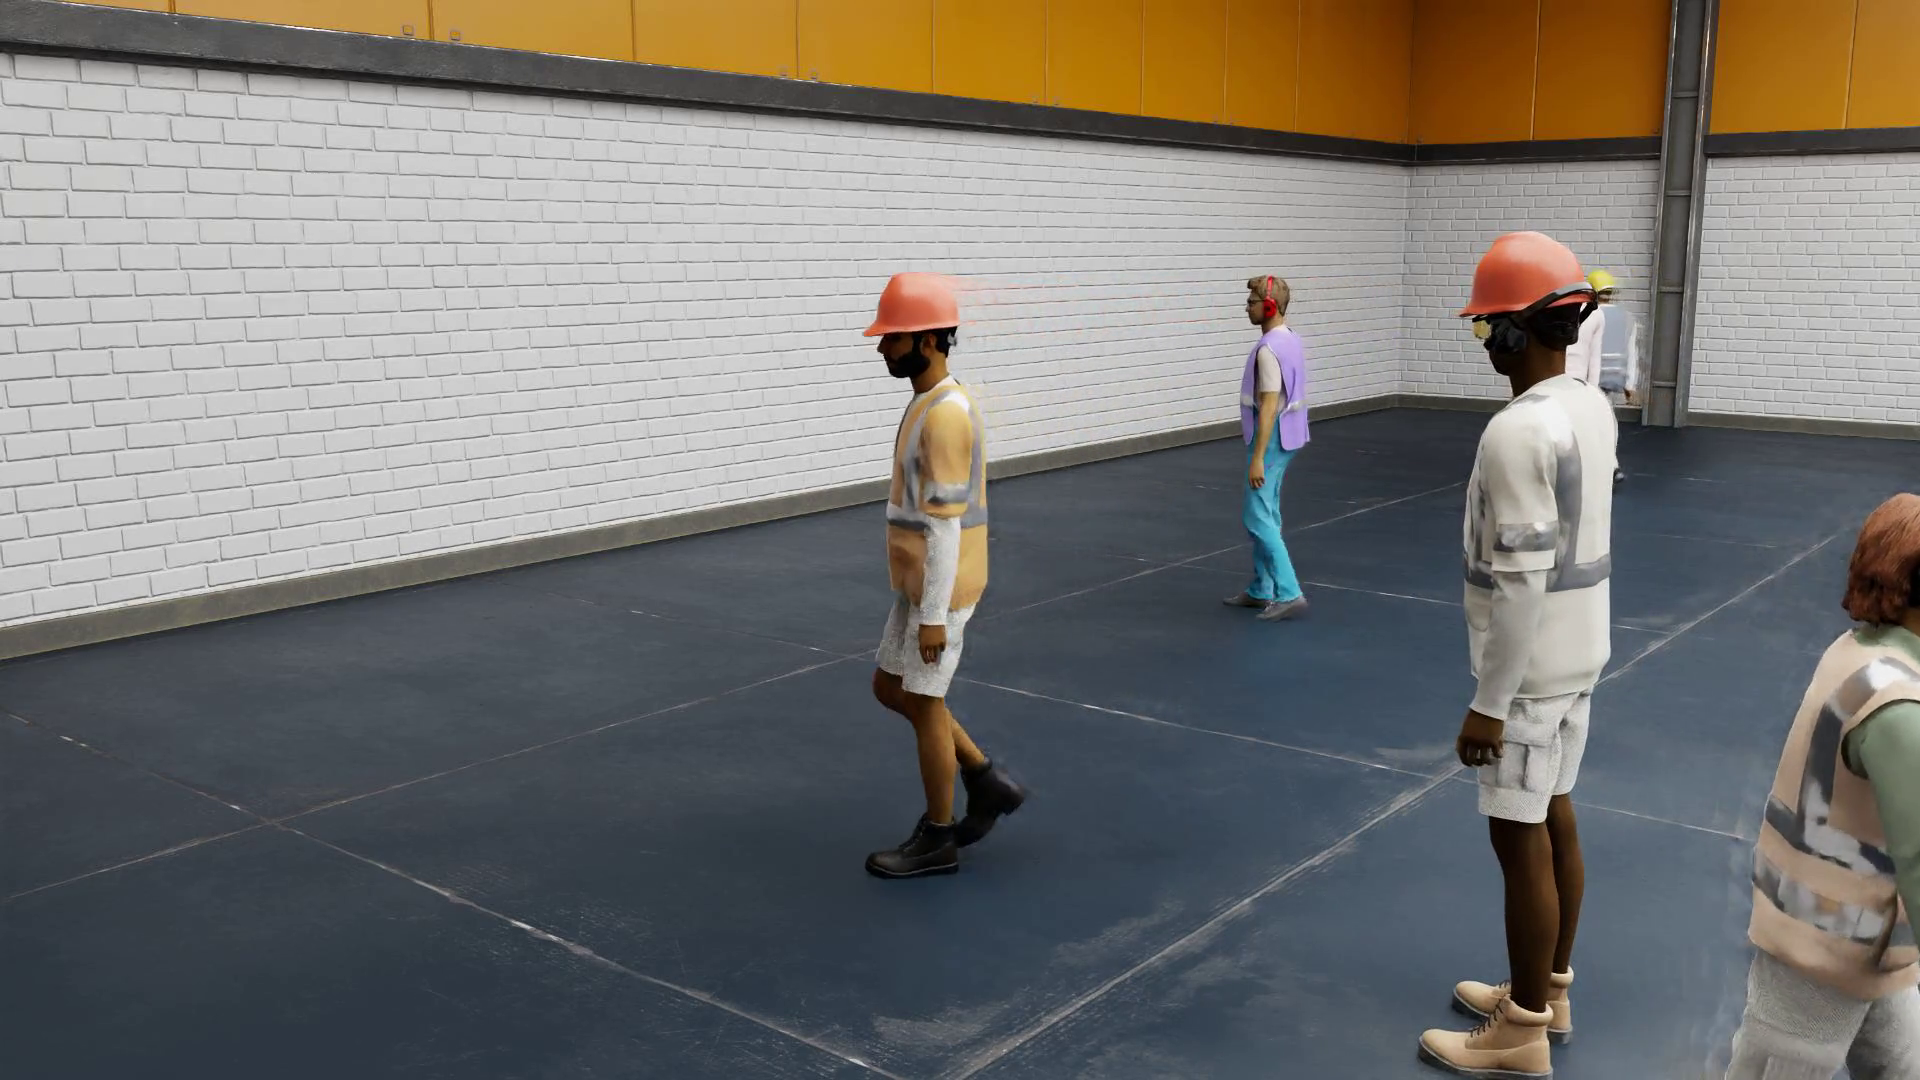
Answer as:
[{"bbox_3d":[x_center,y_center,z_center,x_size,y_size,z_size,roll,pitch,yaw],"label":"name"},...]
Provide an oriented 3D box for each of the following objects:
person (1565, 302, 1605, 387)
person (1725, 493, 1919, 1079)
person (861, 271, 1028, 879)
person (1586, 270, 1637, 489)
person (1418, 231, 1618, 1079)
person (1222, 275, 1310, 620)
[{"bbox_3d":[4.478,-1.152,12.458,0.650,1.884,0.787,0,10,-2],"label":"person"},{"bbox_3d":[1.594,0.721,2.852,0.846,1.601,0.525,5,11,27],"label":"person"},{"bbox_3d":[-0.084,0.135,5.194,0.454,1.923,0.561,-1,10,-6],"label":"person"},{"bbox_3d":[5.235,-1.303,13.576,0.596,1.792,0.919,-3,11,-14],"label":"person"},{"bbox_3d":[1.341,0.295,4.001,0.394,2.040,0.609,7,12,35],"label":"person"},{"bbox_3d":[1.650,-0.492,8.938,0.430,1.854,0.591,4,11,21],"label":"person"}]
